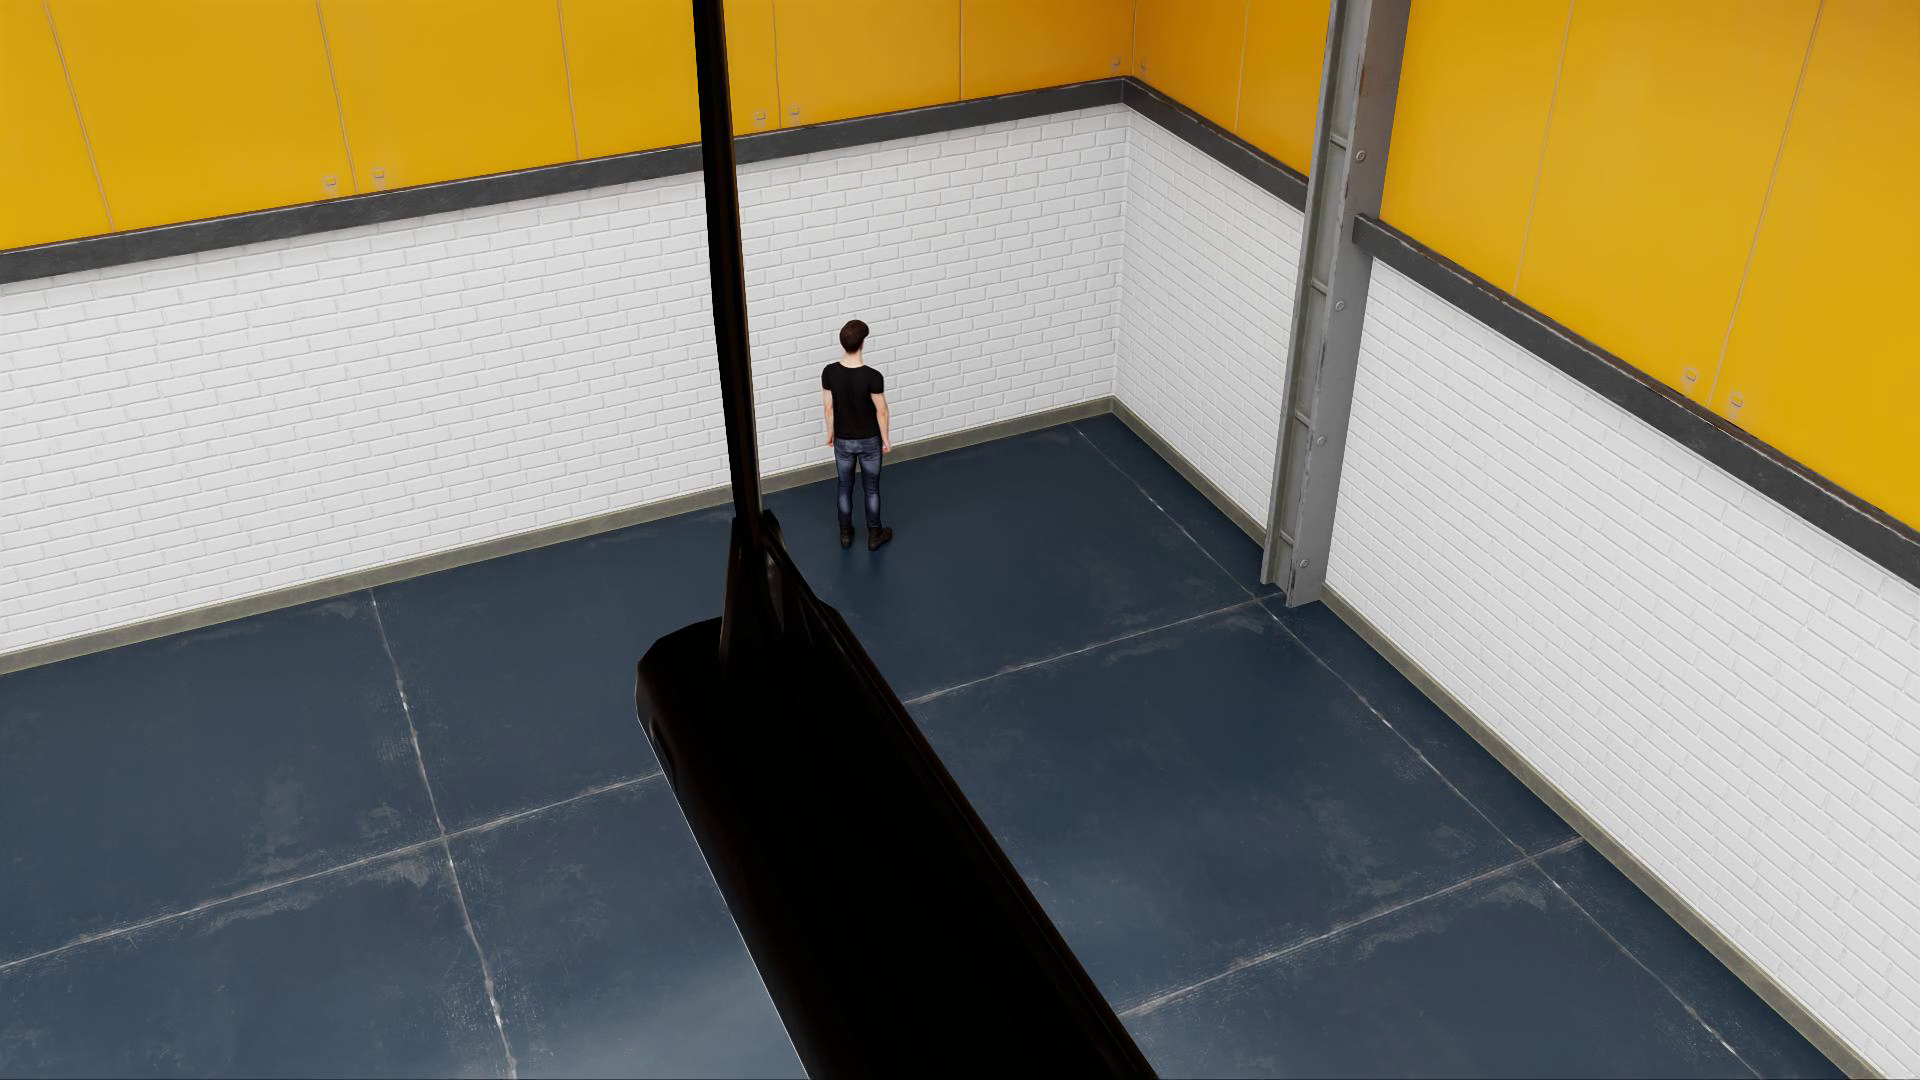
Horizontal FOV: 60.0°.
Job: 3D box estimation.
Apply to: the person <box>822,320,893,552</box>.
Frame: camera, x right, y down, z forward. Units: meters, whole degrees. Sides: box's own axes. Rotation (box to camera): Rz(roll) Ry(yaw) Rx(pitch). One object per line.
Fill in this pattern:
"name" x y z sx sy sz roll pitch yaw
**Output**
"person" -0.780 -0.775 12.586 0.760 1.897 0.788 7 34 10
